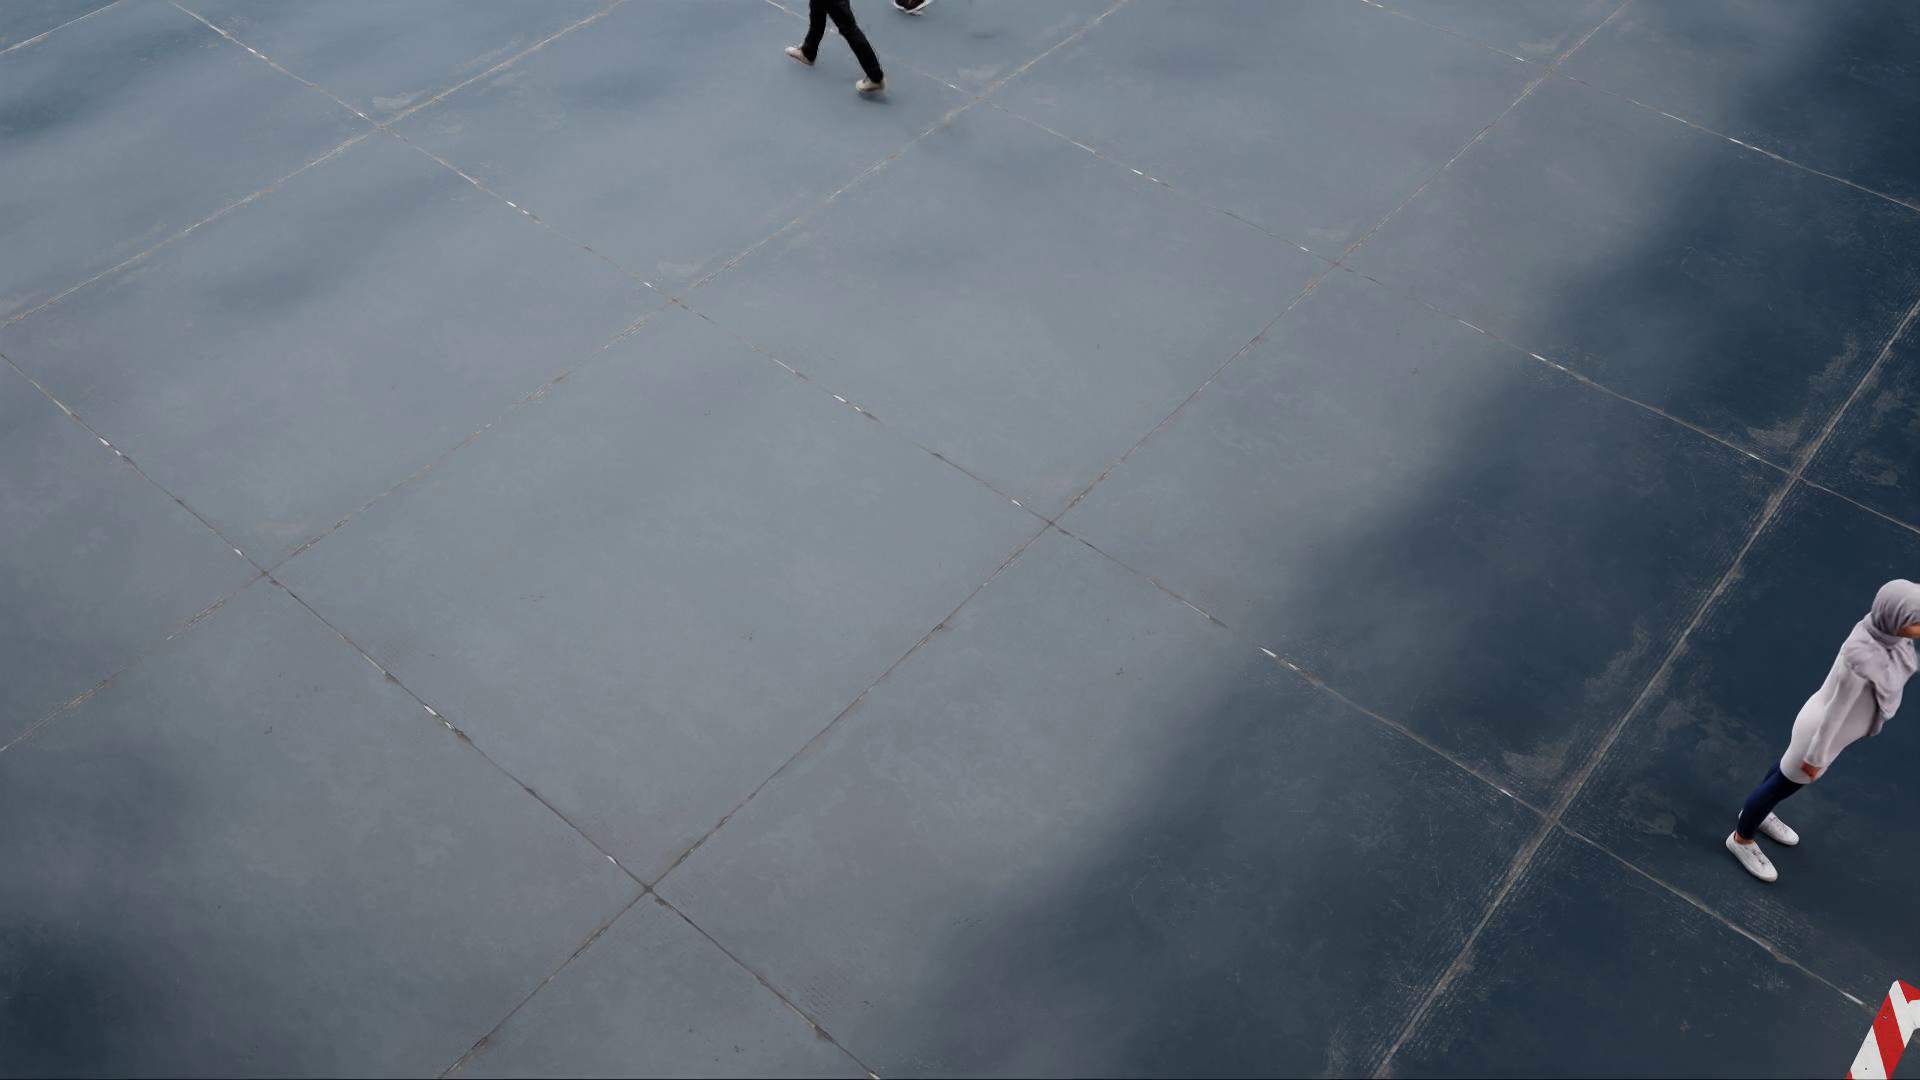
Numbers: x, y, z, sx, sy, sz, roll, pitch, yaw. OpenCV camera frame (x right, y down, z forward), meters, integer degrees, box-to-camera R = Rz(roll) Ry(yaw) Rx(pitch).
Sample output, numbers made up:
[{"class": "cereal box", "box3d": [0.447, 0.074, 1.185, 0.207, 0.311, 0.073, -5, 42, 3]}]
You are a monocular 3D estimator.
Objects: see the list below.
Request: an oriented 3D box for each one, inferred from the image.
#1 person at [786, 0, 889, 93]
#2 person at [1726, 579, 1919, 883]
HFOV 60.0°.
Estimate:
[{"class": "person", "box3d": [-0.828, -3.887, 11.495, 1.205, 1.708, 0.732, 27, 53, 22]}, {"class": "person", "box3d": [3.710, 0.796, 7.120, 0.625, 1.775, 0.547, -36, 57, -29]}]
